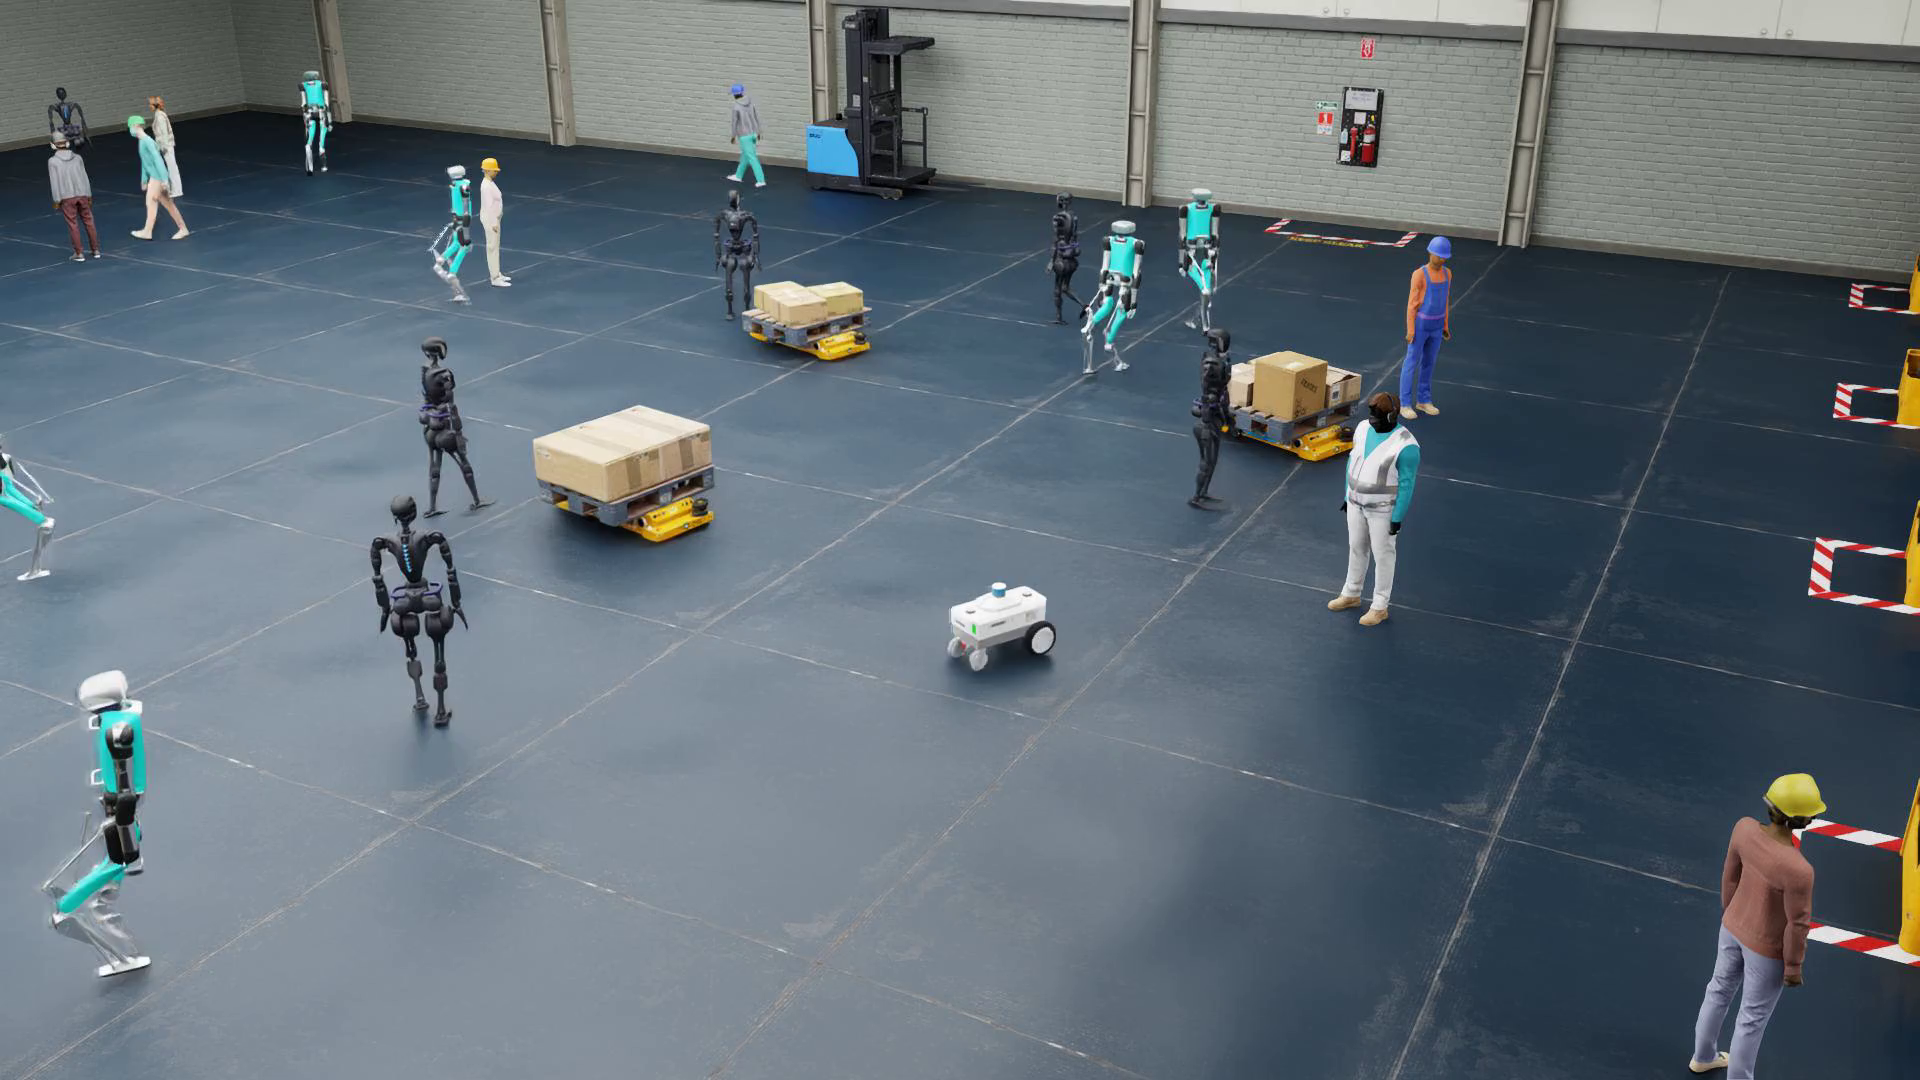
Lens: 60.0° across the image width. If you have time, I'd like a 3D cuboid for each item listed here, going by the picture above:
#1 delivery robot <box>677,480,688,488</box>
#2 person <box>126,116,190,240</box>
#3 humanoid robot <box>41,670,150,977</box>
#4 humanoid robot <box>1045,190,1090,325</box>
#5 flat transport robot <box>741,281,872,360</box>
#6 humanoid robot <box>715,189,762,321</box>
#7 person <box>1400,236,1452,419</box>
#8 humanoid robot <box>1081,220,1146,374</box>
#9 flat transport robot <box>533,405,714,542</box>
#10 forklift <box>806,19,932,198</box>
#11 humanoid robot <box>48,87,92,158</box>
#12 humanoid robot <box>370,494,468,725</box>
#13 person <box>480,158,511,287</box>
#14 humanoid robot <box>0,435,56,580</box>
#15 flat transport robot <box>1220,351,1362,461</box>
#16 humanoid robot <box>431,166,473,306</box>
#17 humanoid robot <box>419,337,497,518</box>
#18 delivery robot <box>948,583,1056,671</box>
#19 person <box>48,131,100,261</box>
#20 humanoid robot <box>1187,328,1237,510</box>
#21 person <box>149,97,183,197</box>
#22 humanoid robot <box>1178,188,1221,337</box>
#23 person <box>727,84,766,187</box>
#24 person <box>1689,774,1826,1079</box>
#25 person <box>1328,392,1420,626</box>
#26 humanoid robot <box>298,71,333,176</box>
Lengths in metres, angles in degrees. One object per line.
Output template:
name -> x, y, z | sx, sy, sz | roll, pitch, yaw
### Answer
delivery robot -> -2.795, -0.620, 15.269 | 0.499, 0.614, 0.815 | -1, 23, -1
person -> -12.011, -5.354, 24.675 | 0.824, 1.811, 0.575 | -11, 26, -24
humanoid robot -> -4.538, 1.589, 8.673 | 0.749, 1.834, 0.539 | -11, 26, -24
humanoid robot -> 1.333, -3.451, 20.419 | 0.475, 1.644, 0.612 | 15, 27, 30
flat transport robot -> -1.801, -2.429, 19.818 | 1.431, 0.231, 0.659 | 21, 31, 40
humanoid robot -> -2.748, -3.527, 20.601 | 0.595, 1.652, 0.359 | 2, 23, 4
person -> 4.849, -2.208, 17.235 | 0.519, 1.903, 0.369 | -10, 25, -23
humanoid robot -> 1.600, -2.590, 18.412 | 0.548, 1.753, 1.006 | 17, 29, 35
flat transport robot -> -2.956, -0.320, 14.909 | 1.431, 0.231, 0.659 | 17, 29, 35
forklift -> -1.573, -7.292, 27.850 | 1.873, 2.768, 1.129 | 12, 26, 25
humanoid robot -> -15.241, -6.920, 28.505 | 0.610, 1.632, 0.593 | -13, 27, -28
humanoid robot -> -3.663, 0.463, 11.294 | 0.585, 1.645, 0.368 | -4, 24, -9
person -> -6.245, -4.253, 22.261 | 0.325, 1.691, 0.474 | -5, 24, -12
humanoid robot -> -7.648, -0.473, 13.468 | 0.679, 1.835, 0.540 | -5, 24, -12
flat transport robot -> 3.270, -1.141, 16.818 | 0.659, 0.231, 1.431 | -19, 30, -37
humanoid robot -> -6.541, -3.857, 21.275 | 0.684, 1.794, 0.539 | -12, 26, -27
humanoid robot -> -4.561, -1.024, 14.787 | 0.641, 1.638, 0.601 | -19, 30, -37
delivery robot -> 0.300, 0.598, 12.380 | 0.747, 0.572, 0.499 | -15, 28, -31
person -> -12.583, -4.871, 23.554 | 0.382, 1.805, 0.536 | 18, 29, 35
humanoid robot -> 2.276, -1.106, 14.951 | 0.313, 1.655, 0.603 | 13, 26, 28
person -> -13.194, -6.531, 27.627 | 0.313, 1.639, 0.514 | -10, 25, -22
humanoid robot -> 2.962, -3.267, 19.982 | 0.531, 1.776, 1.018 | -5, 24, -12
person -> -3.646, -6.910, 28.394 | 0.873, 1.719, 0.539 | 13, 27, 28
person -> 3.797, 1.882, 7.882 | 0.313, 1.769, 0.524 | -5, 24, -12
person -> 3.171, -0.253, 12.761 | 0.429, 1.844, 0.625 | -15, 27, -30
humanoid robot -> -11.456, -7.319, 29.426 | 0.555, 1.812, 0.938 | 0, 23, 1
